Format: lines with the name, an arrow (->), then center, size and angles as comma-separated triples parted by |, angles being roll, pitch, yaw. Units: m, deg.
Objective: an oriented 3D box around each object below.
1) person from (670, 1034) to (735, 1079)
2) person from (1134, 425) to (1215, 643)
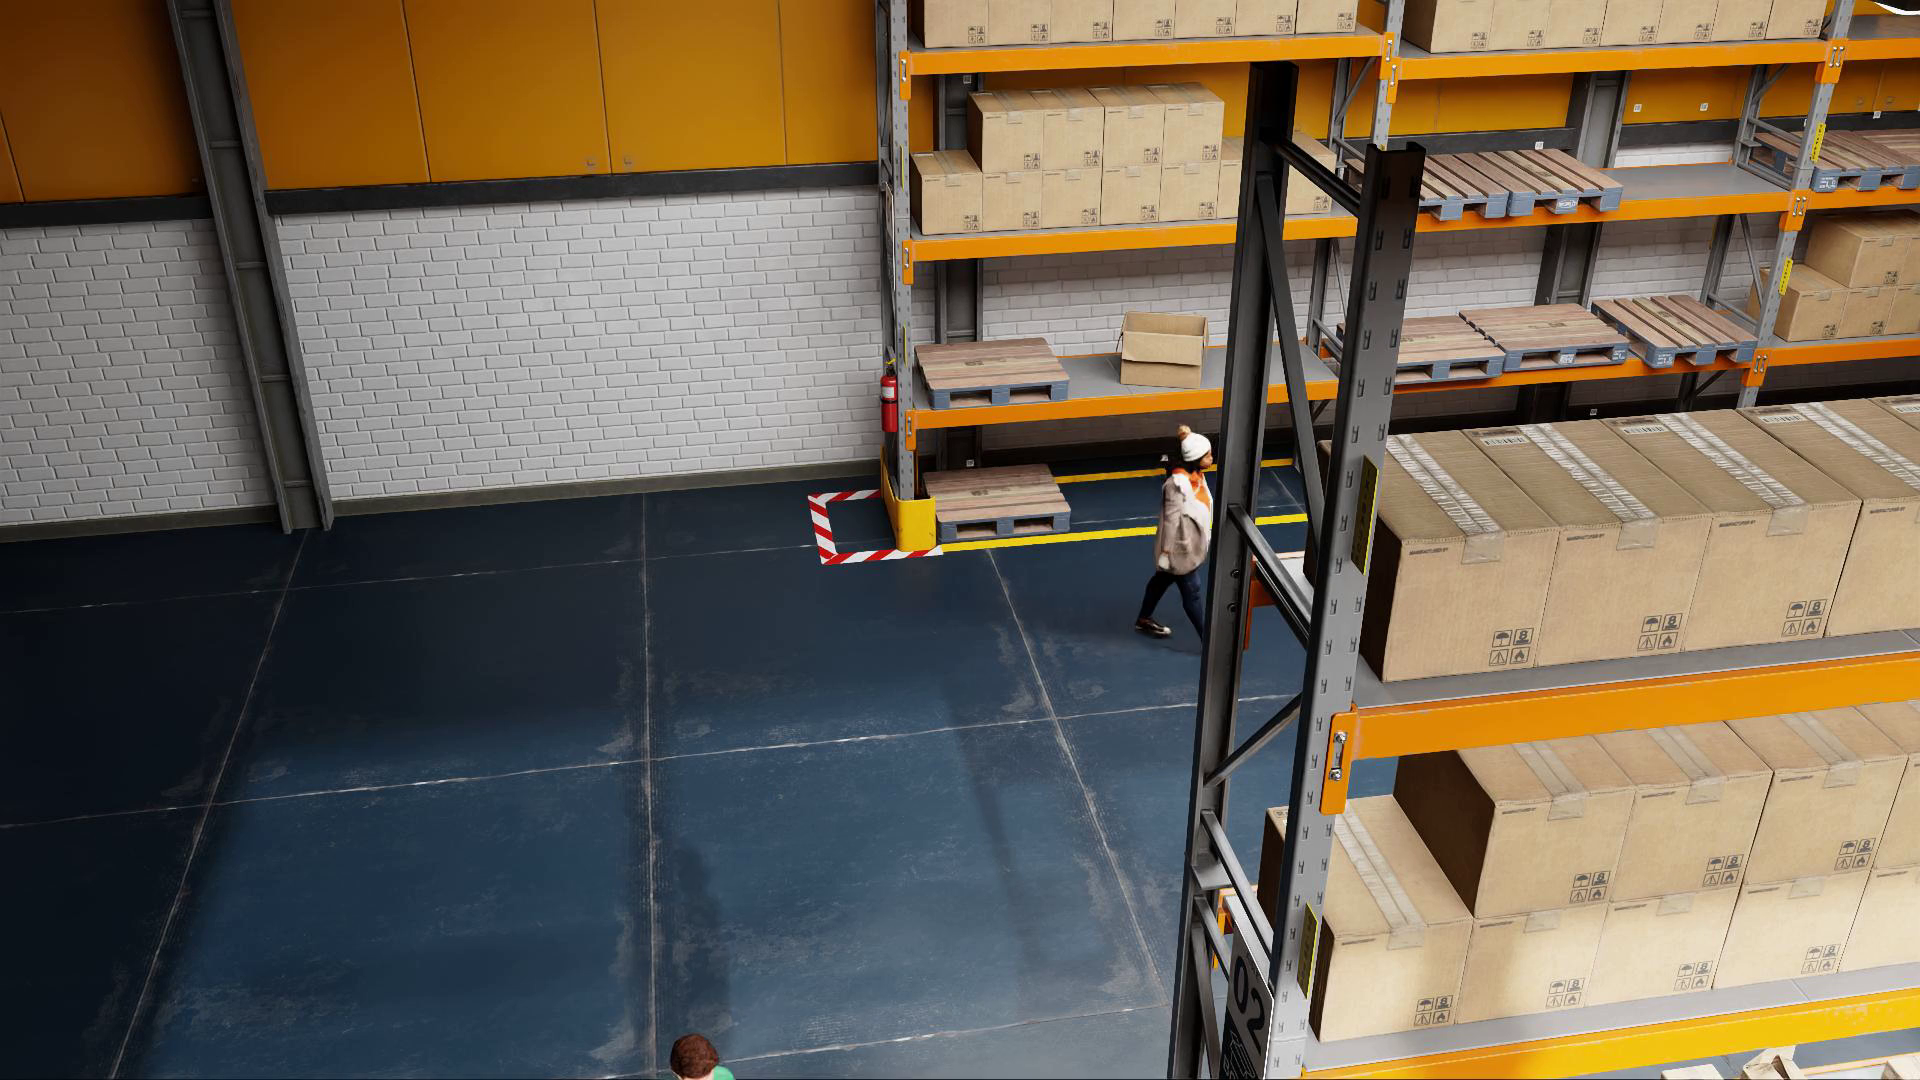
person -> -1.257, 2.907, 7.834 | 1.048, 1.630, 0.944 | -20, 34, -32
person -> 1.618, -0.016, 12.957 | 1.215, 1.856, 1.032 | 10, 30, 17
